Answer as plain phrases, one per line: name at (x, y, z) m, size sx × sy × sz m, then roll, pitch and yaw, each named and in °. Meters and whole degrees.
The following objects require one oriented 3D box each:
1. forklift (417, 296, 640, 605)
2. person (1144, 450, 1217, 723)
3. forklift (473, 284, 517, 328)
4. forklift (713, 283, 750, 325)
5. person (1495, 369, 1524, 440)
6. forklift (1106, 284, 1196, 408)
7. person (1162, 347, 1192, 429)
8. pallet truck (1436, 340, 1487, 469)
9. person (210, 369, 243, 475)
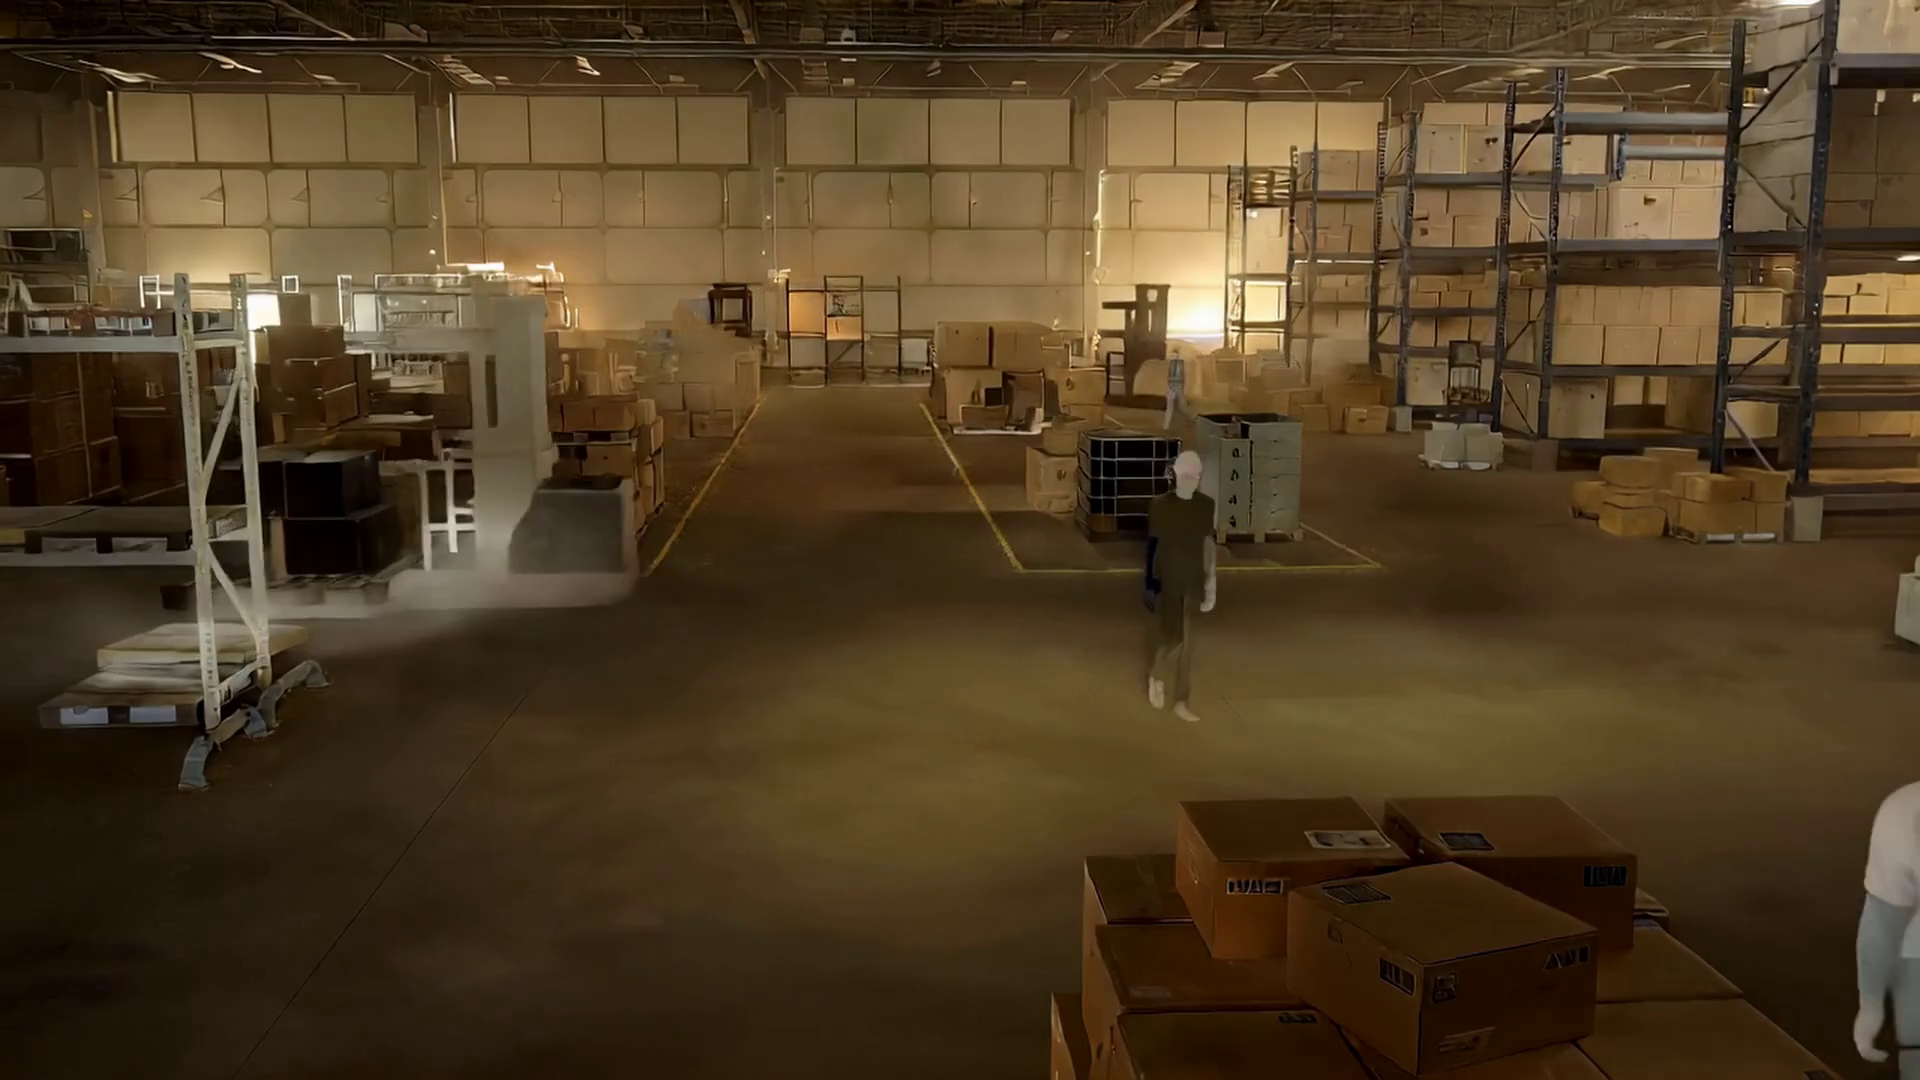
forklift at (-4.014, -0.863, 15.451) m, size 1.873 × 2.768 × 1.129 m, roll -1°, pitch 9°, yaw -4°
person at (1.504, 0.308, 11.283) m, size 0.544 × 1.860 × 0.411 m, roll -4°, pitch 10°, yaw -21°
forklift at (-10.292, -4.297, 37.010) m, size 1.129 × 2.768 × 1.873 m, roll -2°, pitch 9°, yaw -12°
forklift at (-5.939, -5.320, 43.434) m, size 1.129 × 2.768 × 1.873 m, roll -1°, pitch 9°, yaw -4°
person at (10.174, -2.729, 30.568) m, size 0.953 × 1.803 × 0.657 m, roll 0°, pitch 9°, yaw 0°
forklift at (4.402, -4.480, 38.162) m, size 1.873 × 2.768 × 1.129 m, roll 8°, pitch 12°, yaw 40°
person at (4.287, -2.998, 32.787) m, size 0.601 × 1.620 × 0.529 m, roll -7°, pitch 11°, yaw -38°
pallet truck at (8.004, -2.170, 26.422) m, size 0.823 × 1.965 × 1.885 m, roll 2°, pitch 9°, yaw 14°
person at (-11.154, -1.796, 25.329) m, size 0.524 × 1.594 × 0.853 m, roll 0°, pitch 9°, yaw 1°
